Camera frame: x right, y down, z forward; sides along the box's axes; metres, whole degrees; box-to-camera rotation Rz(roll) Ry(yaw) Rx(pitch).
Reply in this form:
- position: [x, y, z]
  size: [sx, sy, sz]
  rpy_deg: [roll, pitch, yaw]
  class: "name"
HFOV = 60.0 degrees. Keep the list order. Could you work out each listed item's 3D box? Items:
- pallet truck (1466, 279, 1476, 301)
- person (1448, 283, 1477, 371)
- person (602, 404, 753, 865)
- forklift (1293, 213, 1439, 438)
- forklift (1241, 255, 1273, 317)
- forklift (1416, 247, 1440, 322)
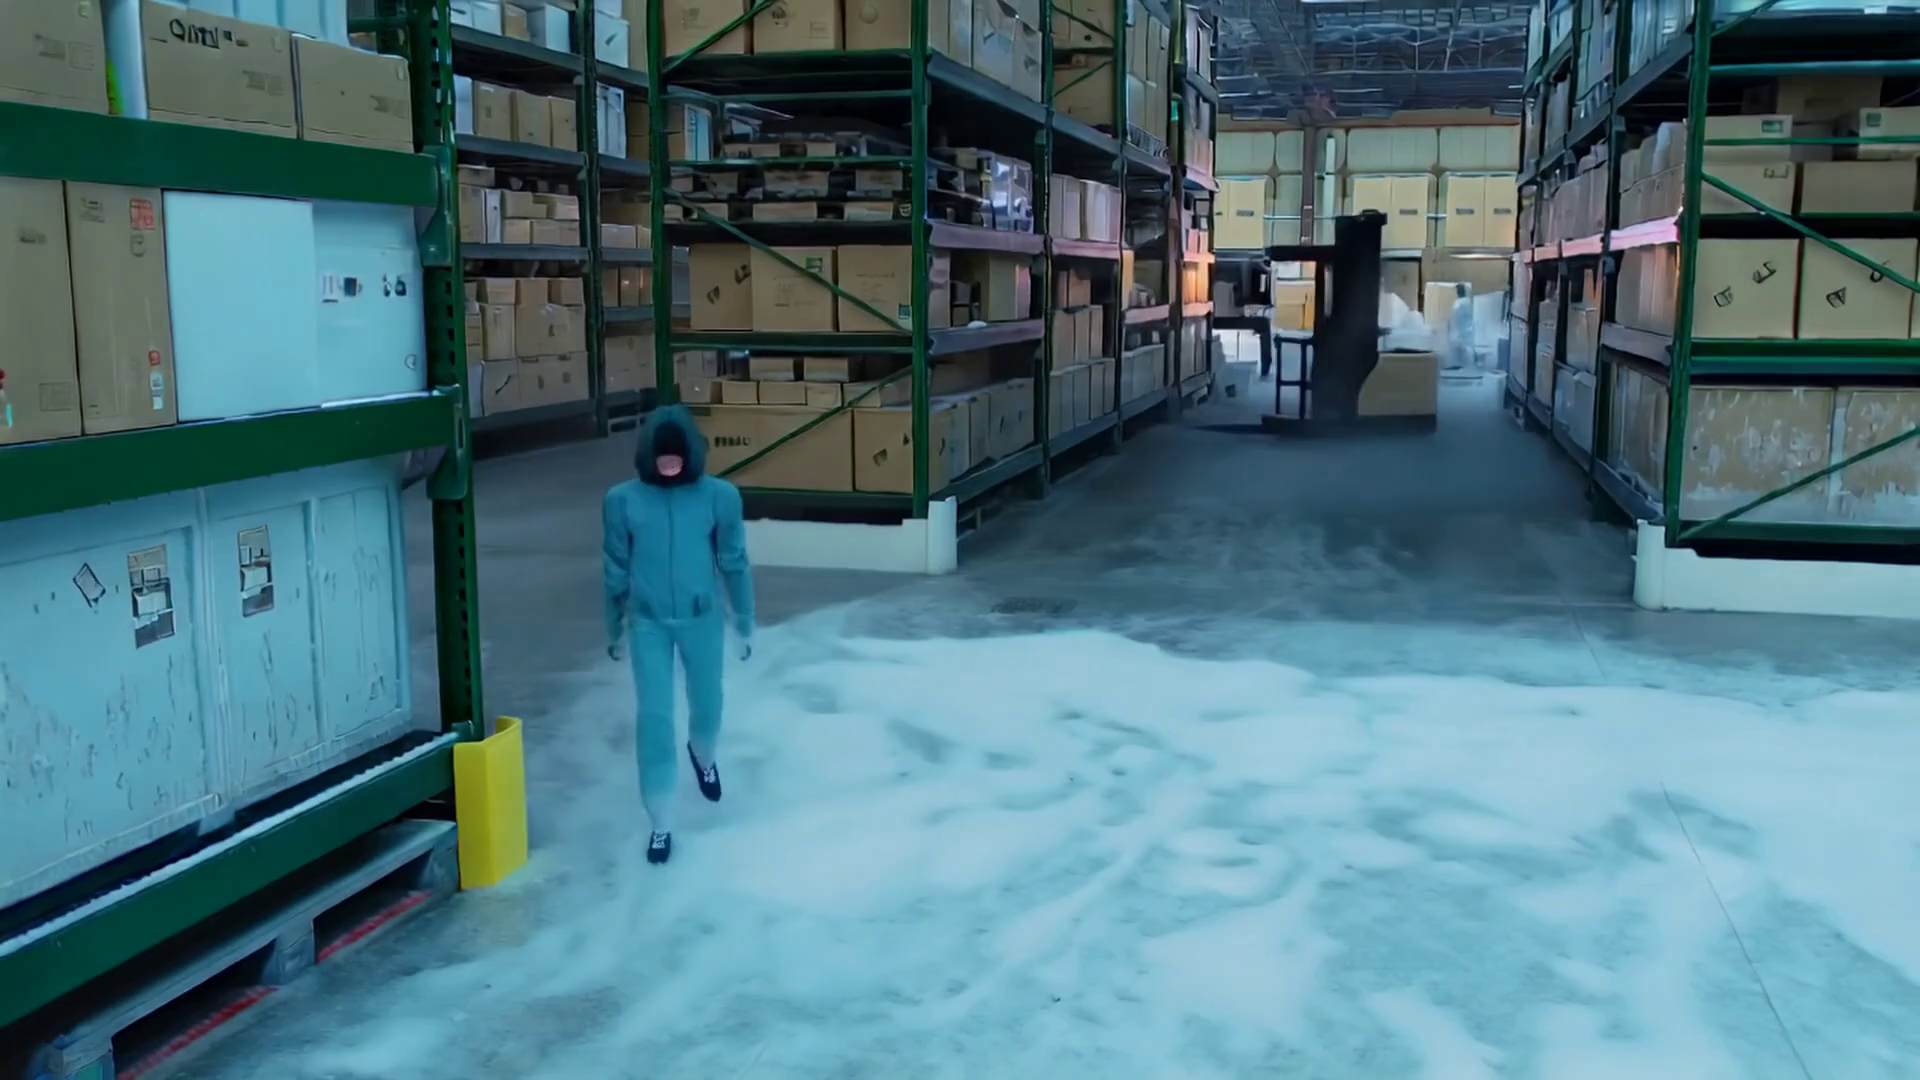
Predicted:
- position: [18.896, -8.459, 60.307]
  size: [1.885, 1.965, 0.823]
  rpy_deg: [5, 10, 31]
  class: "pallet truck"
- position: [10.910, -4.625, 36.186]
  size: [0.499, 1.923, 0.633]
  rpy_deg: [0, 9, 0]
  class: "person"
- position: [-1.013, 0.288, 6.008]
  size: [0.518, 1.598, 0.747]
  rpy_deg: [-1, 9, -8]
  class: "person"
- position: [5.038, -2.730, 21.116]
  size: [1.873, 2.768, 1.129]
  rpy_deg: [-1, 9, -7]
  class: "forklift"
- position: [10.551, -8.662, 58.805]
  size: [1.129, 2.768, 1.873]
  rpy_deg: [2, 9, 15]
  class: "forklift"
- position: [12.210, -6.239, 43.408]
  size: [1.873, 2.768, 1.129]
  rpy_deg: [5, 10, 30]
  class: "forklift"
